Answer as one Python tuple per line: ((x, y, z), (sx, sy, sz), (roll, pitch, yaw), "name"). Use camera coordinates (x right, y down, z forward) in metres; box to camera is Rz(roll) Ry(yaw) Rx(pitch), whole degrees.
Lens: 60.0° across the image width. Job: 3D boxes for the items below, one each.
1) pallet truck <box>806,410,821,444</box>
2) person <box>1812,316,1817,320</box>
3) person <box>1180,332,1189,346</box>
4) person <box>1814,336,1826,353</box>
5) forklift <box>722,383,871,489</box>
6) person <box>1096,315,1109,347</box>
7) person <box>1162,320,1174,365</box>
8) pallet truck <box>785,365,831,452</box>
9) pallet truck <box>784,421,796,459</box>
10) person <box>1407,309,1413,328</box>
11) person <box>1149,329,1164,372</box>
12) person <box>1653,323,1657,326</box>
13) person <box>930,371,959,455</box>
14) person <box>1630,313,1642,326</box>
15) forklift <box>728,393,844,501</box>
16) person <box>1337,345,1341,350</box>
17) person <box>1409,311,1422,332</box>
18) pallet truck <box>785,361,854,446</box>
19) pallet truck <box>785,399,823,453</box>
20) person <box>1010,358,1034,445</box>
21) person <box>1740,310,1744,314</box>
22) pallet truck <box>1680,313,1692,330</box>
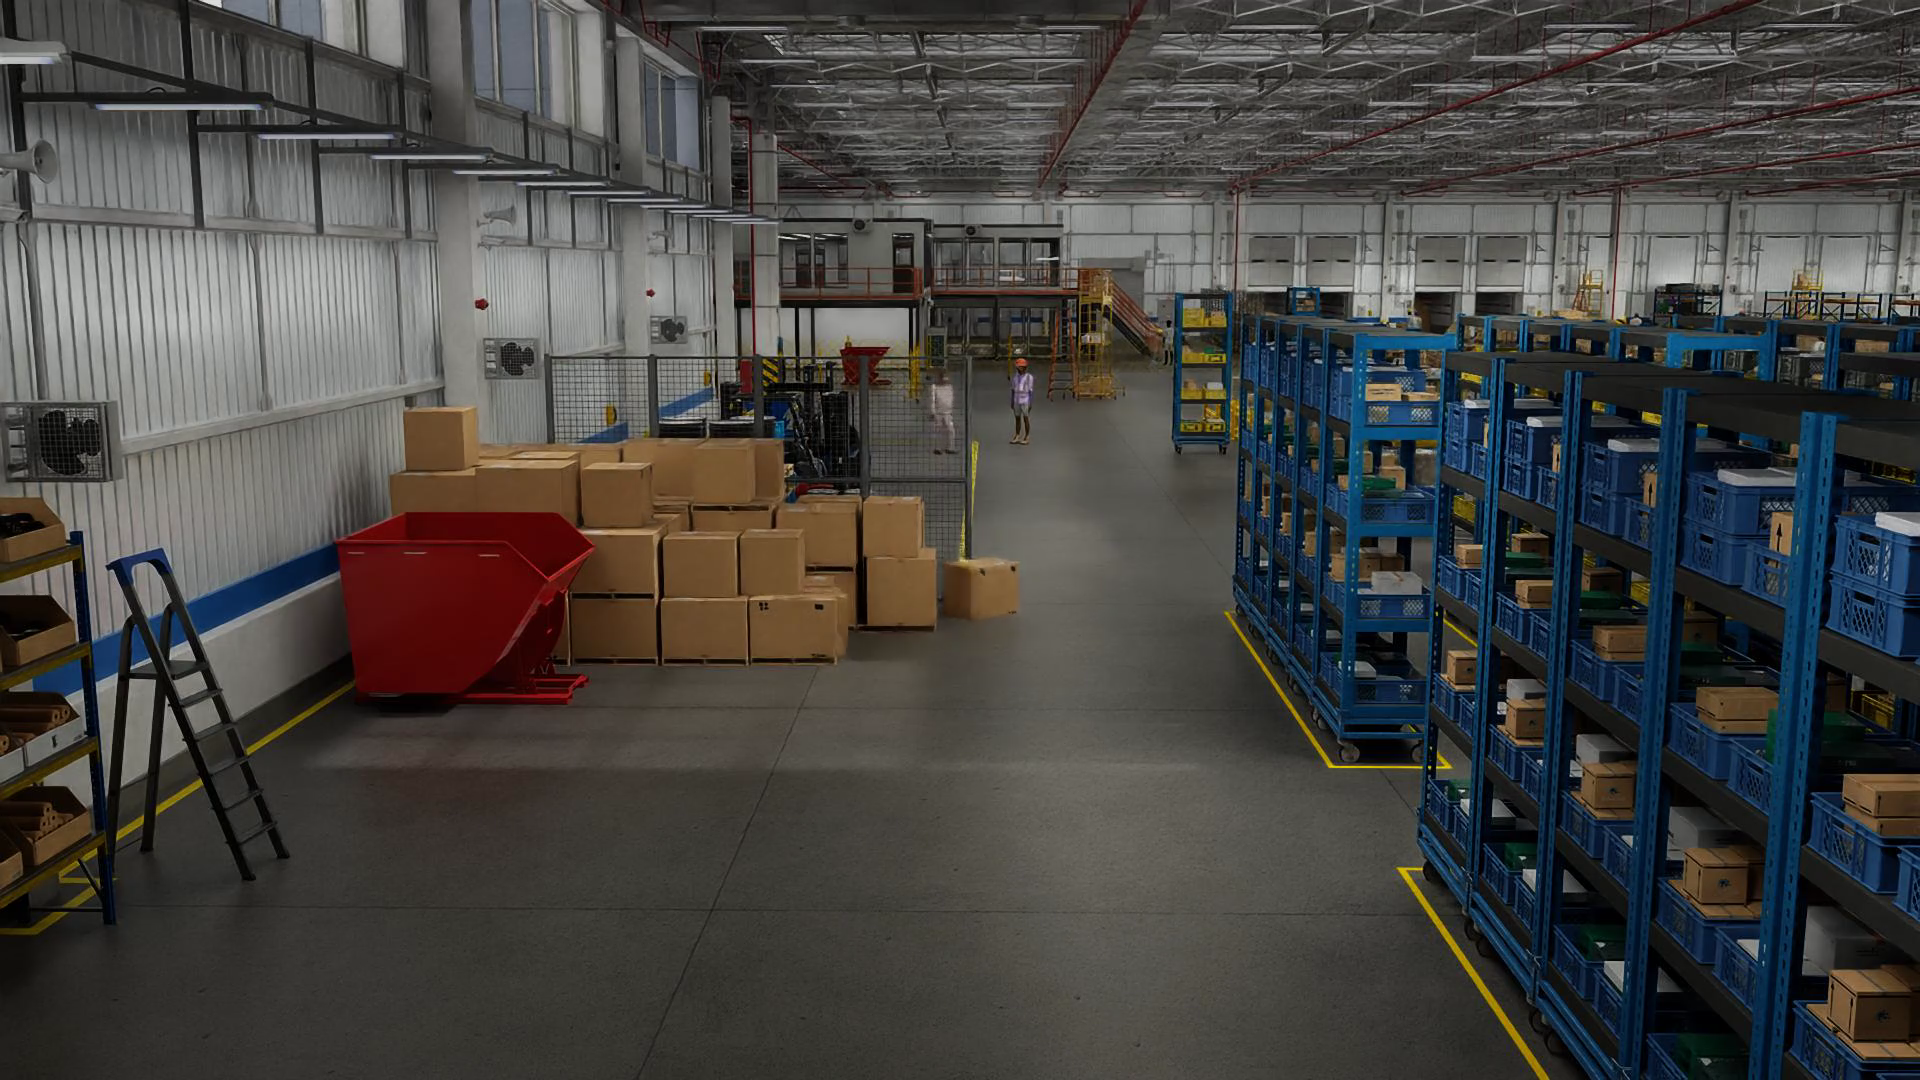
((-3.559, -2.018, 33.905), (1.522, 1.261, 0.704), (0, 9, -1), "pallet truck")
((41.543, -9.976, 81.117), (0.608, 1.900, 0.523), (2, 9, 13), "person")
((9.358, -8.113, 69.870), (0.562, 1.829, 0.508), (-6, 11, -34), "person")
((30.811, -6.514, 59.720), (0.670, 1.916, 0.550), (-1, 9, -6), "person")
((-2.893, -1.687, 28.729), (2.680, 1.987, 1.157), (0, 9, -1), "forklift")
((7.645, -11.379, 89.948), (0.974, 1.835, 0.608), (6, 11, 32), "person")
((9.039, -8.543, 72.077), (0.609, 1.965, 0.364), (-3, 10, -20), "person")
((-3.774, -2.976, 37.635), (1.885, 1.965, 0.823), (1, 9, 5), "pallet truck")
((-4.013, -1.793, 32.705), (1.601, 1.201, 0.680), (0, 9, 1), "pallet truck")
((25.591, -12.173, 94.620), (0.394, 1.921, 0.584), (5, 11, 29), "person")
((7.984, -7.691, 67.552), (0.616, 1.731, 0.557), (0, 9, 0), "person")
((29.279, -8.213, 70.210), (0.590, 1.912, 0.386), (5, 11, 29), "person")
((-0.350, -2.821, 37.026), (0.664, 1.877, 0.784), (-6, 11, -33), "person")
((34.645, -10.671, 85.284), (0.372, 1.940, 0.627), (-8, 12, -41), "person")
((-2.979, -1.316, 26.476), (2.680, 1.987, 1.157), (0, 9, 1), "forklift")
((15.950, -8.249, 70.734), (0.541, 1.824, 0.990), (2, 9, 11), "person")
((24.696, -11.448, 90.112), (0.652, 1.932, 0.531), (3, 10, 18), "person")
((-3.410, -3.193, 38.978), (1.885, 1.965, 0.823), (0, 9, -1), "pallet truck")
((-3.814, -2.432, 36.419), (1.630, 1.274, 0.653), (0, 9, 1), "pallet truck")
((1.449, -3.268, 39.296), (0.605, 2.044, 0.375), (7, 12, 38), "person")
((43.799, -11.927, 93.164), (0.558, 1.898, 0.662), (7, 12, 38), "person")
((36.315, -10.531, 84.244), (0.823, 1.965, 1.885), (-6, 11, -33), "pallet truck")
